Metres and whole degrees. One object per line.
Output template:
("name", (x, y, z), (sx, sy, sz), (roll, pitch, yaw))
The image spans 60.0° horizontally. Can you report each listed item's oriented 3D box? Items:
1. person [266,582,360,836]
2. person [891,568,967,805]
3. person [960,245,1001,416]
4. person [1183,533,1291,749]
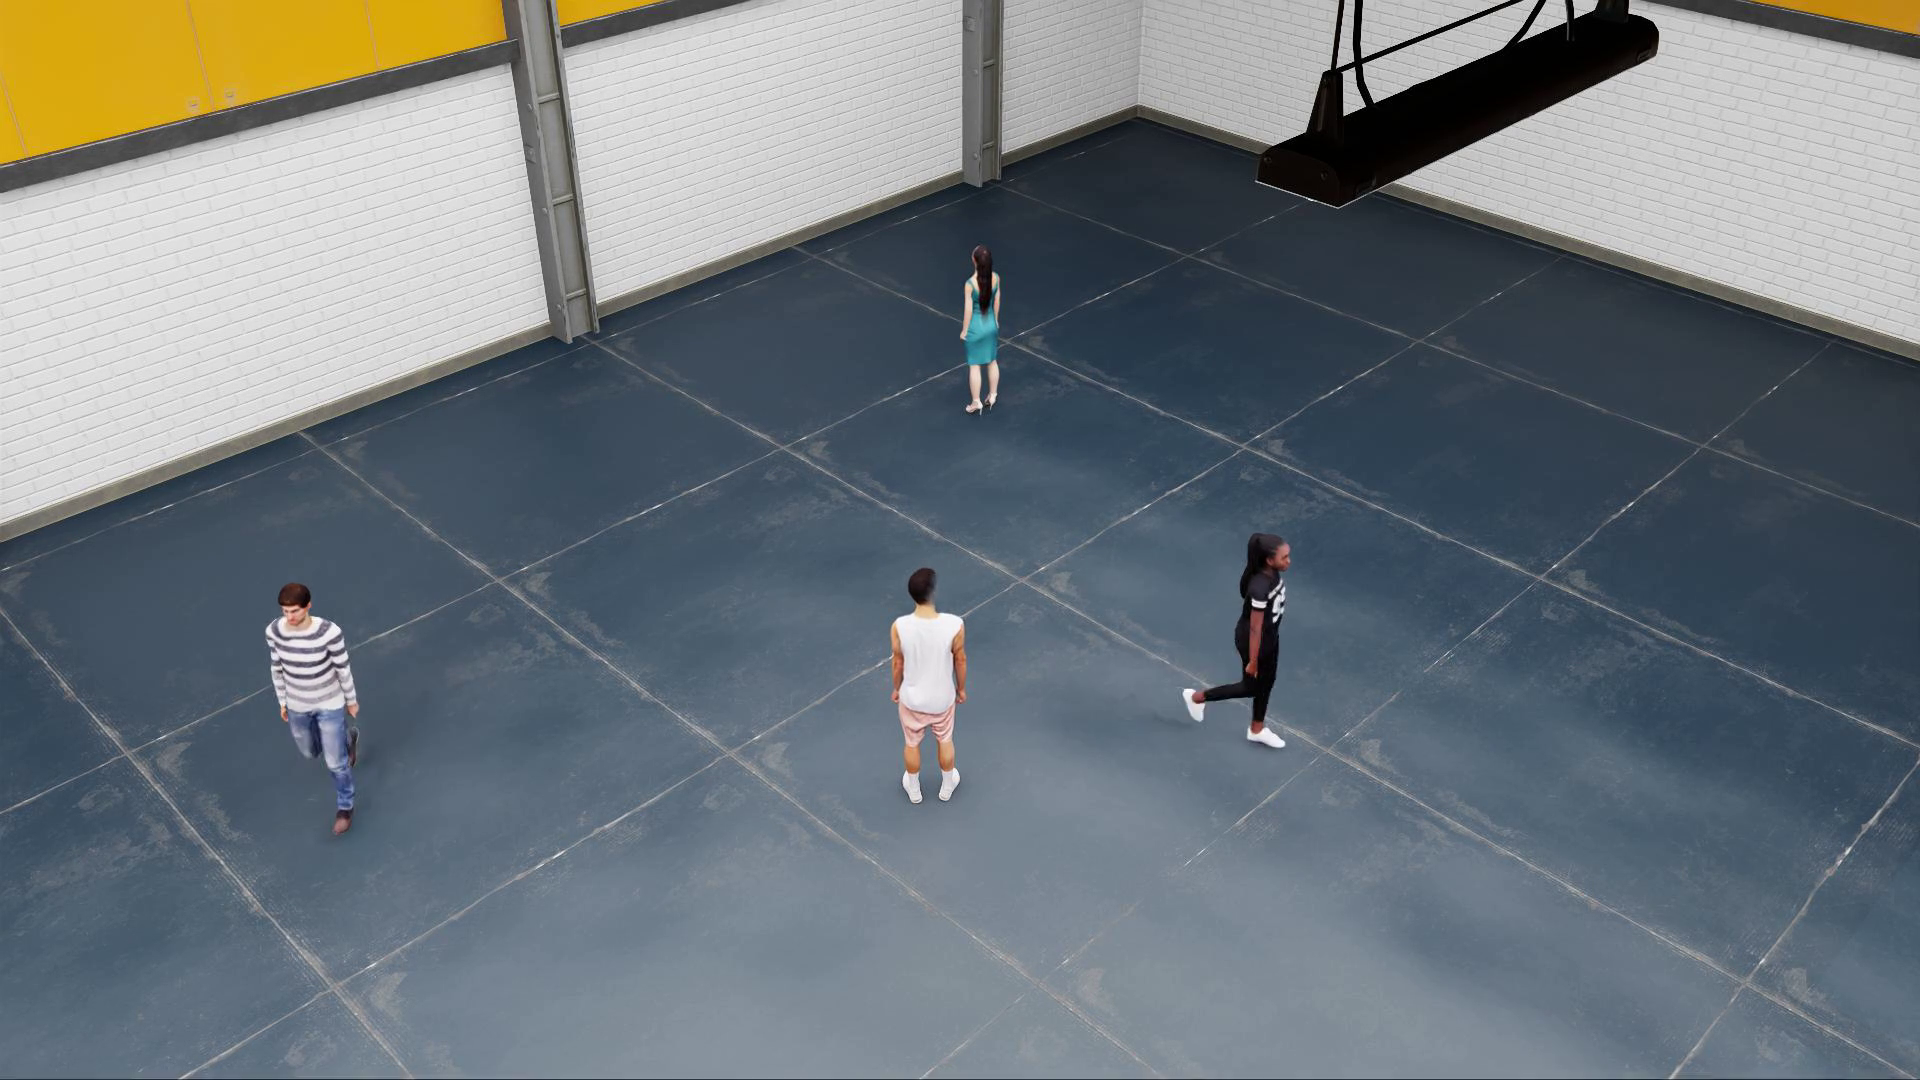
("person", (-4.148, 0.994, 10.818), (1.019, 1.827, 1.117), (2, 34, 4))
("person", (-0.219, 0.979, 10.879), (0.713, 1.784, 0.785), (-2, 34, -2))
("person", (0.199, -1.944, 15.366), (0.493, 1.685, 0.654), (-20, 38, -27))
("person", (1.953, 0.682, 11.391), (0.907, 1.712, 1.006), (13, 36, 19))
